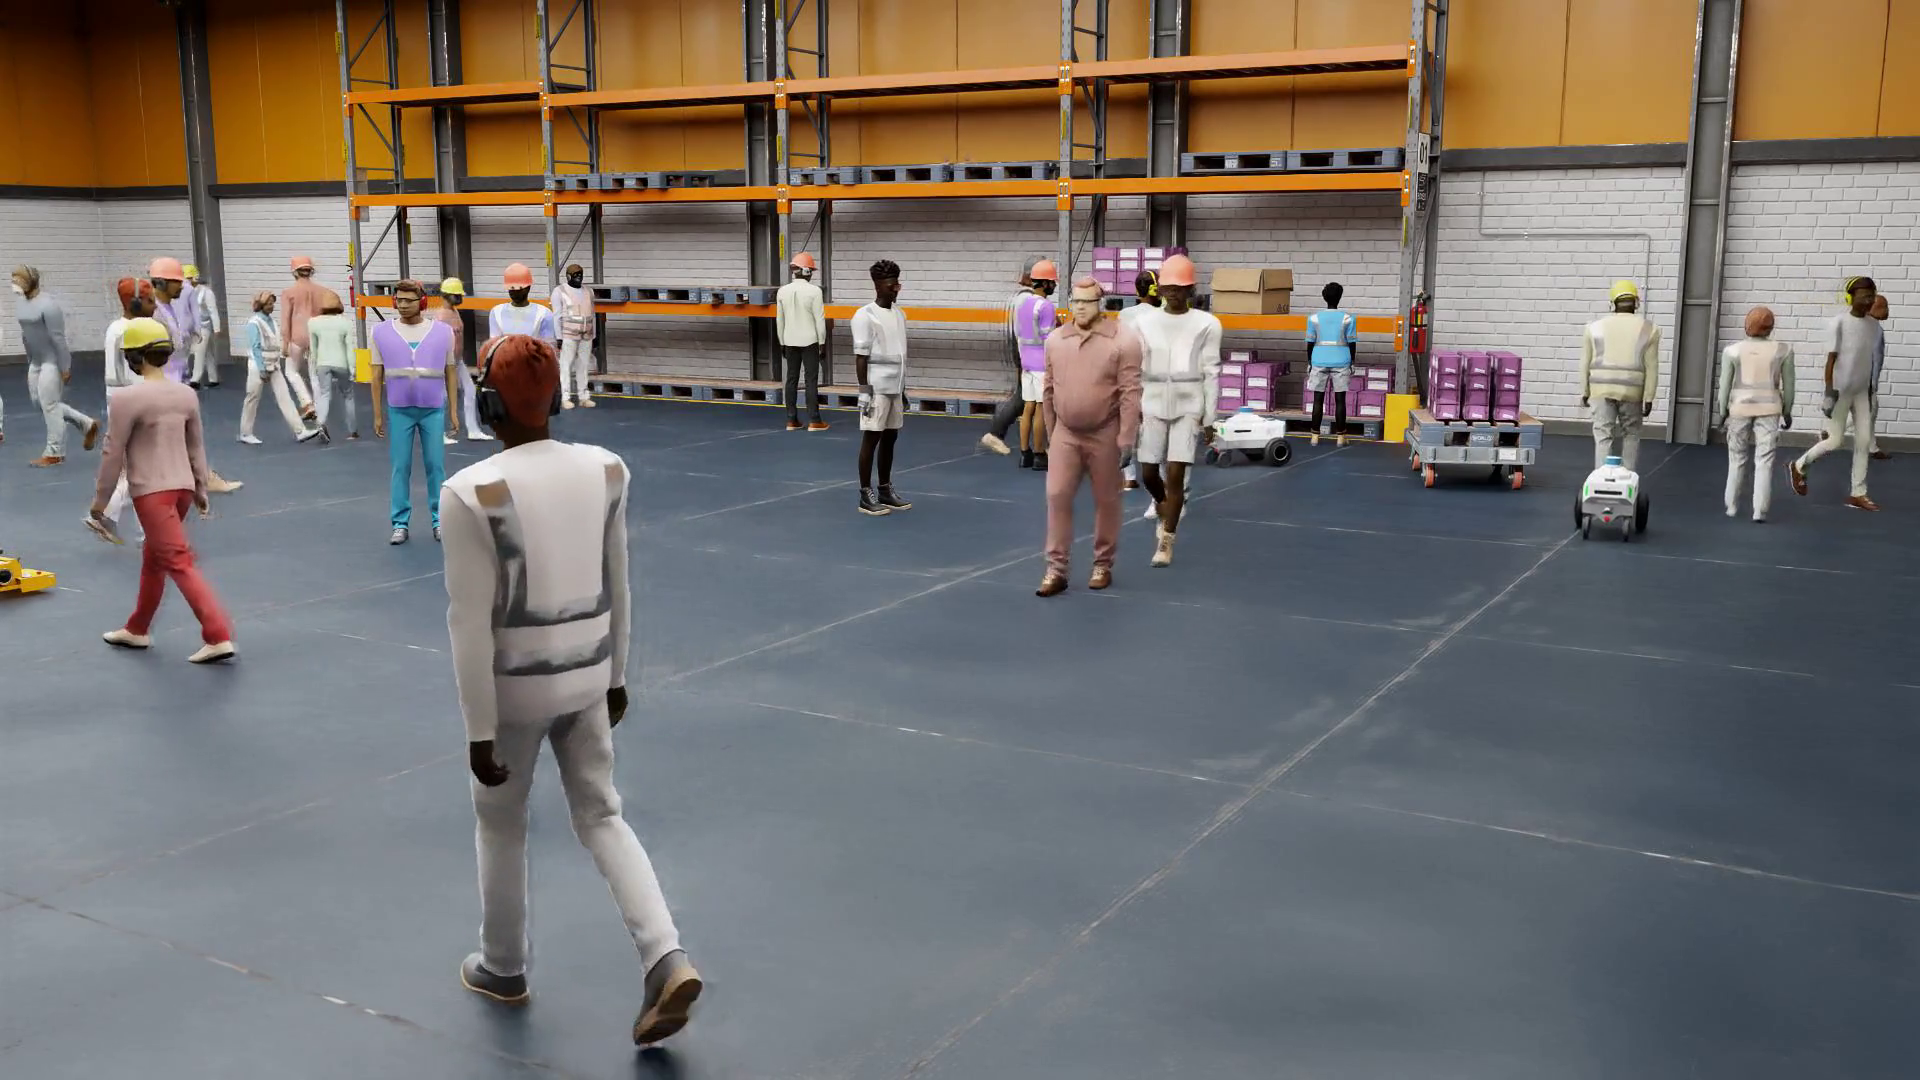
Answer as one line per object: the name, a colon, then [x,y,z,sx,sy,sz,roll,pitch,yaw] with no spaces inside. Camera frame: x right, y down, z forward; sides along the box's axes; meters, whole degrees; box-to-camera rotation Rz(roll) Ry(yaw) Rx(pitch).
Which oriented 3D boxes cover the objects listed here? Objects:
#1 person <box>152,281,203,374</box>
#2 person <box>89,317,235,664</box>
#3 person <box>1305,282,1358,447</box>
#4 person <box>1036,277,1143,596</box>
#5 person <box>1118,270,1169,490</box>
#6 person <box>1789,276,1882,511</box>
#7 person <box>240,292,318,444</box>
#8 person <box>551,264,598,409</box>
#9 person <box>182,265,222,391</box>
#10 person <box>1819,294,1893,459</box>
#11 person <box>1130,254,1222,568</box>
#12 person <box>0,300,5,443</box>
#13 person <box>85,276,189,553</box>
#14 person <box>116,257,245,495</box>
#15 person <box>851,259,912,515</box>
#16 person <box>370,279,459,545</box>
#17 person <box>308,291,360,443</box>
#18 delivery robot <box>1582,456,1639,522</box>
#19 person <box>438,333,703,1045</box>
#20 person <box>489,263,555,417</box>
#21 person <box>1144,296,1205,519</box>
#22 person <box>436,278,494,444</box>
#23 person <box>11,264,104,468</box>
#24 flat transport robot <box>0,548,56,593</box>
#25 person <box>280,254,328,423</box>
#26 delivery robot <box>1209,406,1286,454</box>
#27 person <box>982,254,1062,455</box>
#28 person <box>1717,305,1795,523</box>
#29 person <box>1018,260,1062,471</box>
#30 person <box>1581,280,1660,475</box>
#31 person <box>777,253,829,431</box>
person: [-10.446,-2.764,22.105,0.641,1.865,1.082,-9,13,-40]
person: [-4.002,-0.246,8.299,0.910,1.721,0.524,3,10,14]
person: [3.841,-1.812,17.222,0.535,1.700,0.318,3,11,18]
person: [0.736,-0.601,9.842,0.654,1.877,0.797,4,11,22]
person: [1.561,-1.338,14.072,0.513,1.866,0.331,6,12,31]
person: [7.027,-1.178,13.239,0.561,1.841,0.748,-3,11,-18]
person: [-7.178,-1.781,17.327,0.865,1.585,0.543,2,10,9]
person: [-4.921,-2.613,21.356,0.430,1.845,0.624,10,14,44]
person: [-11.012,-3.035,23.885,0.600,1.784,0.884,4,11,24]
person: [8.733,-1.572,16.107,0.663,1.612,0.502,2,10,10]
person: [1.398,-0.854,10.897,0.635,2.020,0.698,3,11,17]
person: [-10.270,-1.950,17.325,0.628,1.940,0.373,1,10,8]
person: [-5.539,-0.820,11.118,0.490,1.869,0.599,-8,13,-38]
person: [-6.607,-1.340,13.784,1.068,1.983,0.608,-2,10,-14]
person: [-0.593,-1.185,12.915,0.361,1.963,0.612,6,12,32]
person: [-3.801,-0.895,11.619,0.570,1.841,0.373,-4,11,-19]
person: [-6.645,-1.828,17.610,0.501,1.612,0.743,-1,10,-8]
delivery robot: [4.684,-0.358,11.961,0.477,0.478,0.707,5,11,24]
person: [-1.044,0.395,4.311,0.874,1.856,0.579,10,14,43]
person: [-3.632,-1.323,13.796,0.543,1.932,0.365,-1,10,-3]
person: [1.591,-1.003,12.543,0.502,1.722,0.590,5,11,27]
person: [-5.207,-1.854,17.336,0.731,1.733,0.539,1,10,3]
person: [-8.544,-1.658,15.747,0.658,1.910,0.700,7,12,34]
flat transport robot: [-6.062,0.262,9.518,0.652,0.197,1.431,6,12,29]
person: [-7.653,-2.347,19.461,0.446,1.974,0.642,9,13,42]
delivery robot: [2.705,-1.021,15.718,0.707,0.478,0.477,-3,11,-18]
person: [0.686,-1.826,16.334,0.966,2.000,0.683,0,10,2]
person: [6.008,-0.950,12.575,0.517,1.643,0.407,6,12,31]
person: [0.756,-1.611,15.413,0.373,1.934,0.551,-5,11,-26]
person: [5.370,-1.212,13.560,0.588,1.795,0.728,4,11,23]
person: [-1.762,-2.217,18.700,0.608,1.987,0.391,5,11,26]
